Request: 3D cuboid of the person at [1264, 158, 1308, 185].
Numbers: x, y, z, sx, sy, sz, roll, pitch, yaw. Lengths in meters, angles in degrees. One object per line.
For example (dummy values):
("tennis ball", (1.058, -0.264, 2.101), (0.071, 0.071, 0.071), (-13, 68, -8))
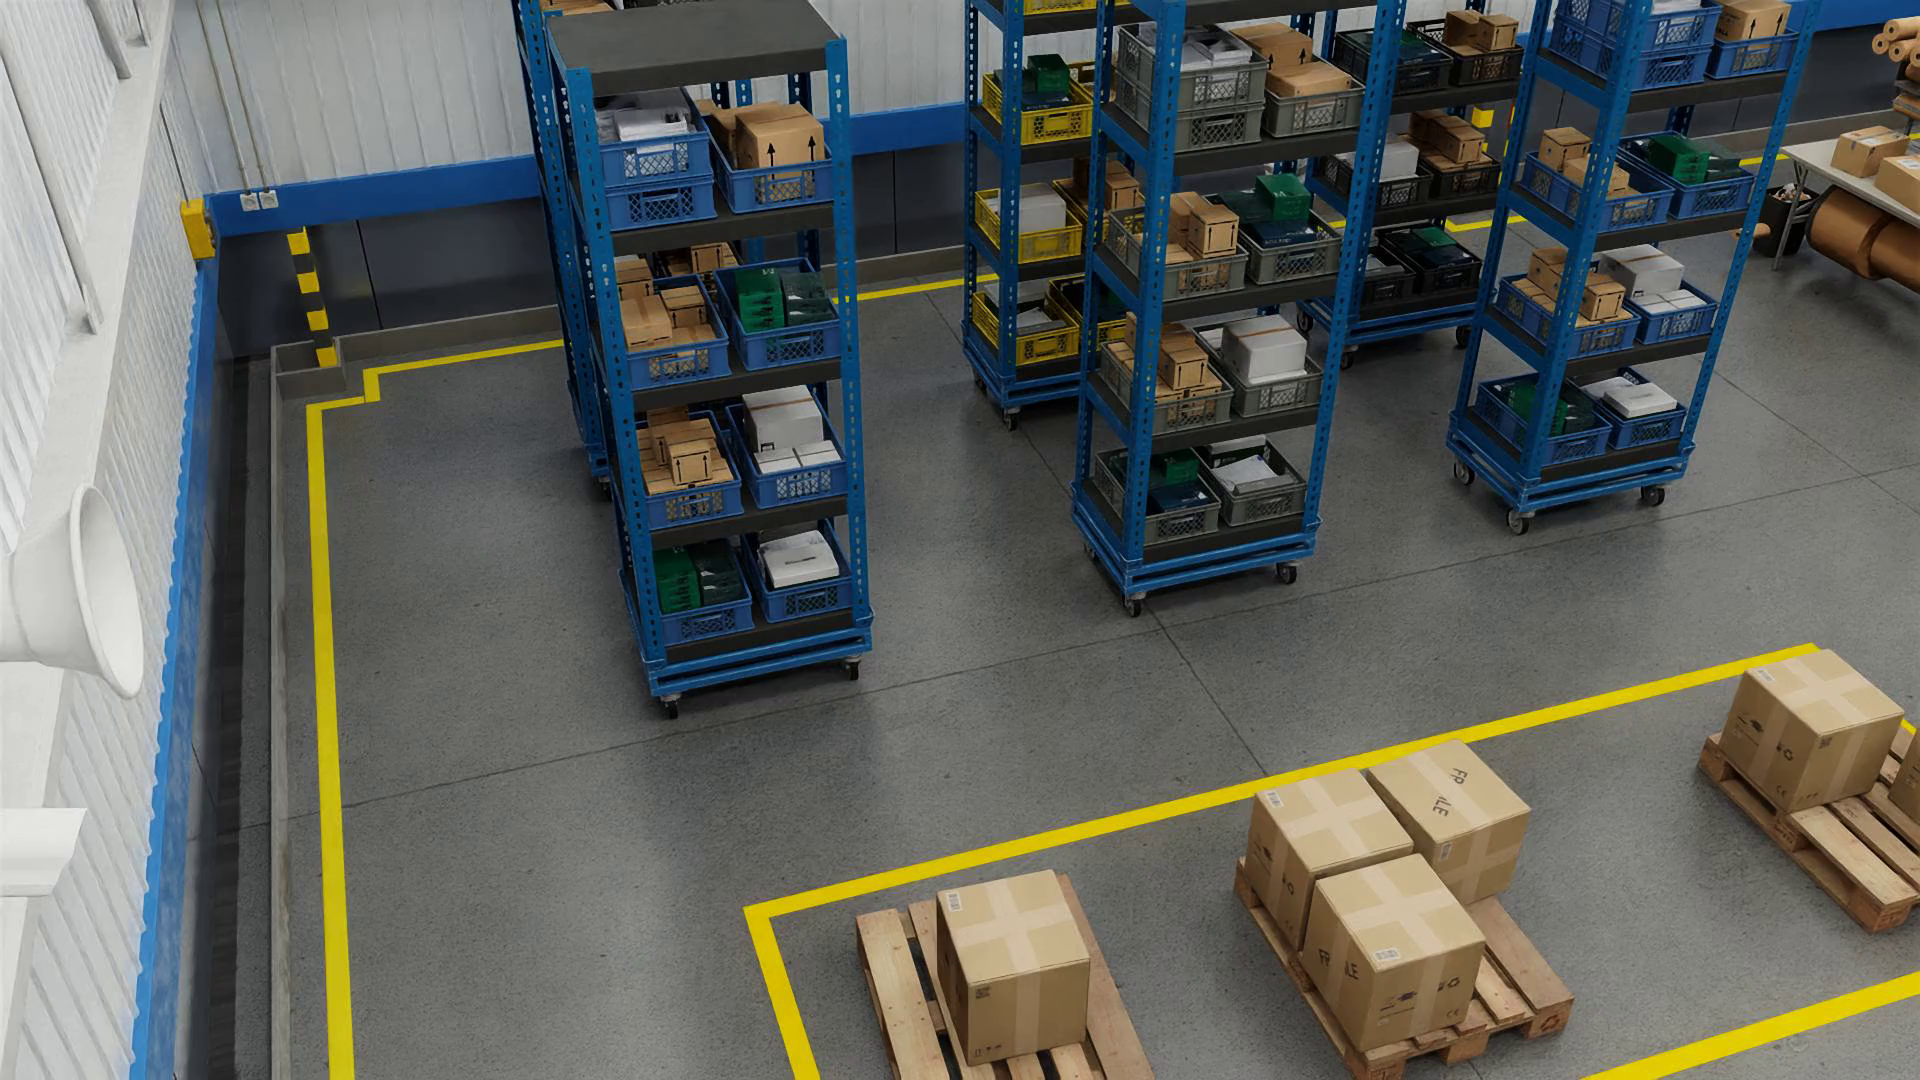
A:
("person", (2.427, -2.708, 12.496), (0.356, 1.882, 0.573), (5, 35, 6))
